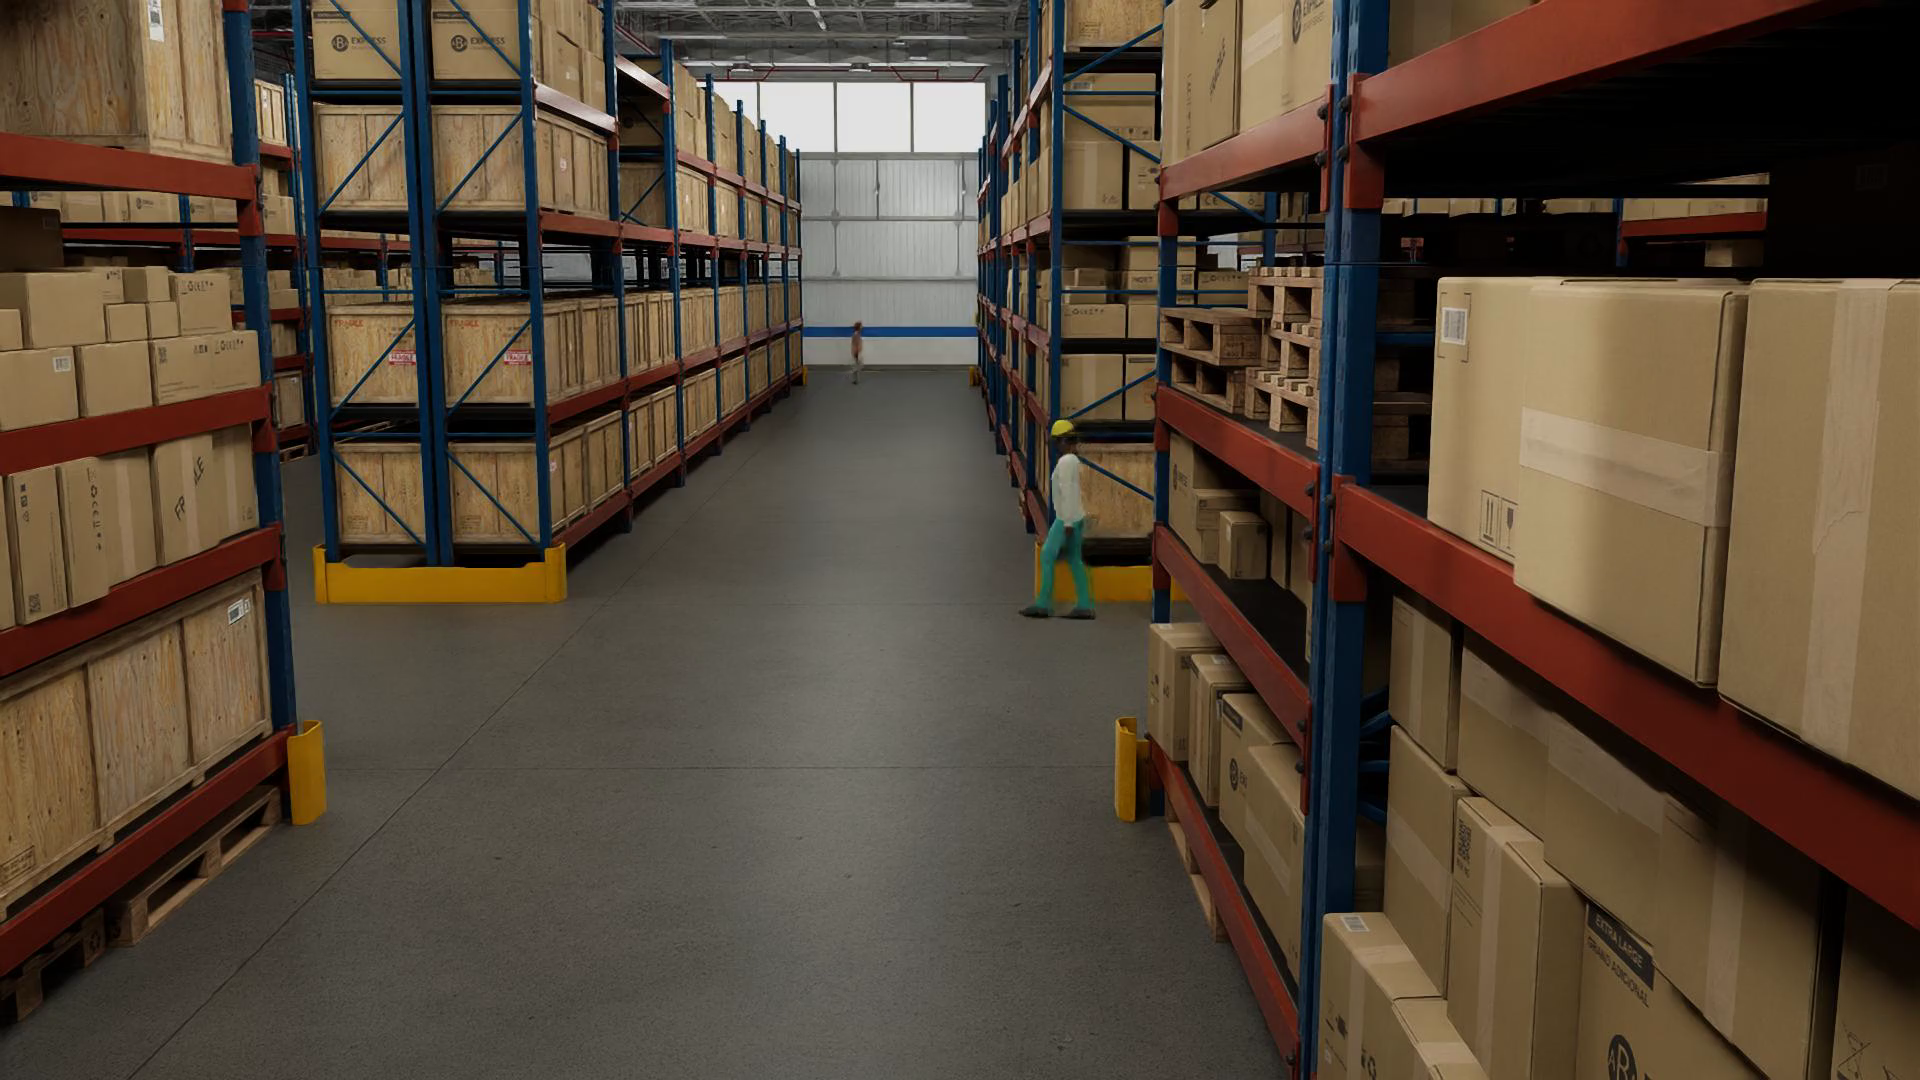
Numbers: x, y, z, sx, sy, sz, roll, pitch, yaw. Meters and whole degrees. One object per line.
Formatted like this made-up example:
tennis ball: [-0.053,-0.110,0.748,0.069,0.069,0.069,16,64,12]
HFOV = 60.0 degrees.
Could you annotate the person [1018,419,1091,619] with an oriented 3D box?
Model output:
person: [0.832,-0.172,14.432,0.740,1.721,0.557,3,10,17]

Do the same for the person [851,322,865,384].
person: [-2.670,-4.913,43.815,0.425,1.624,0.546,0,9,0]
